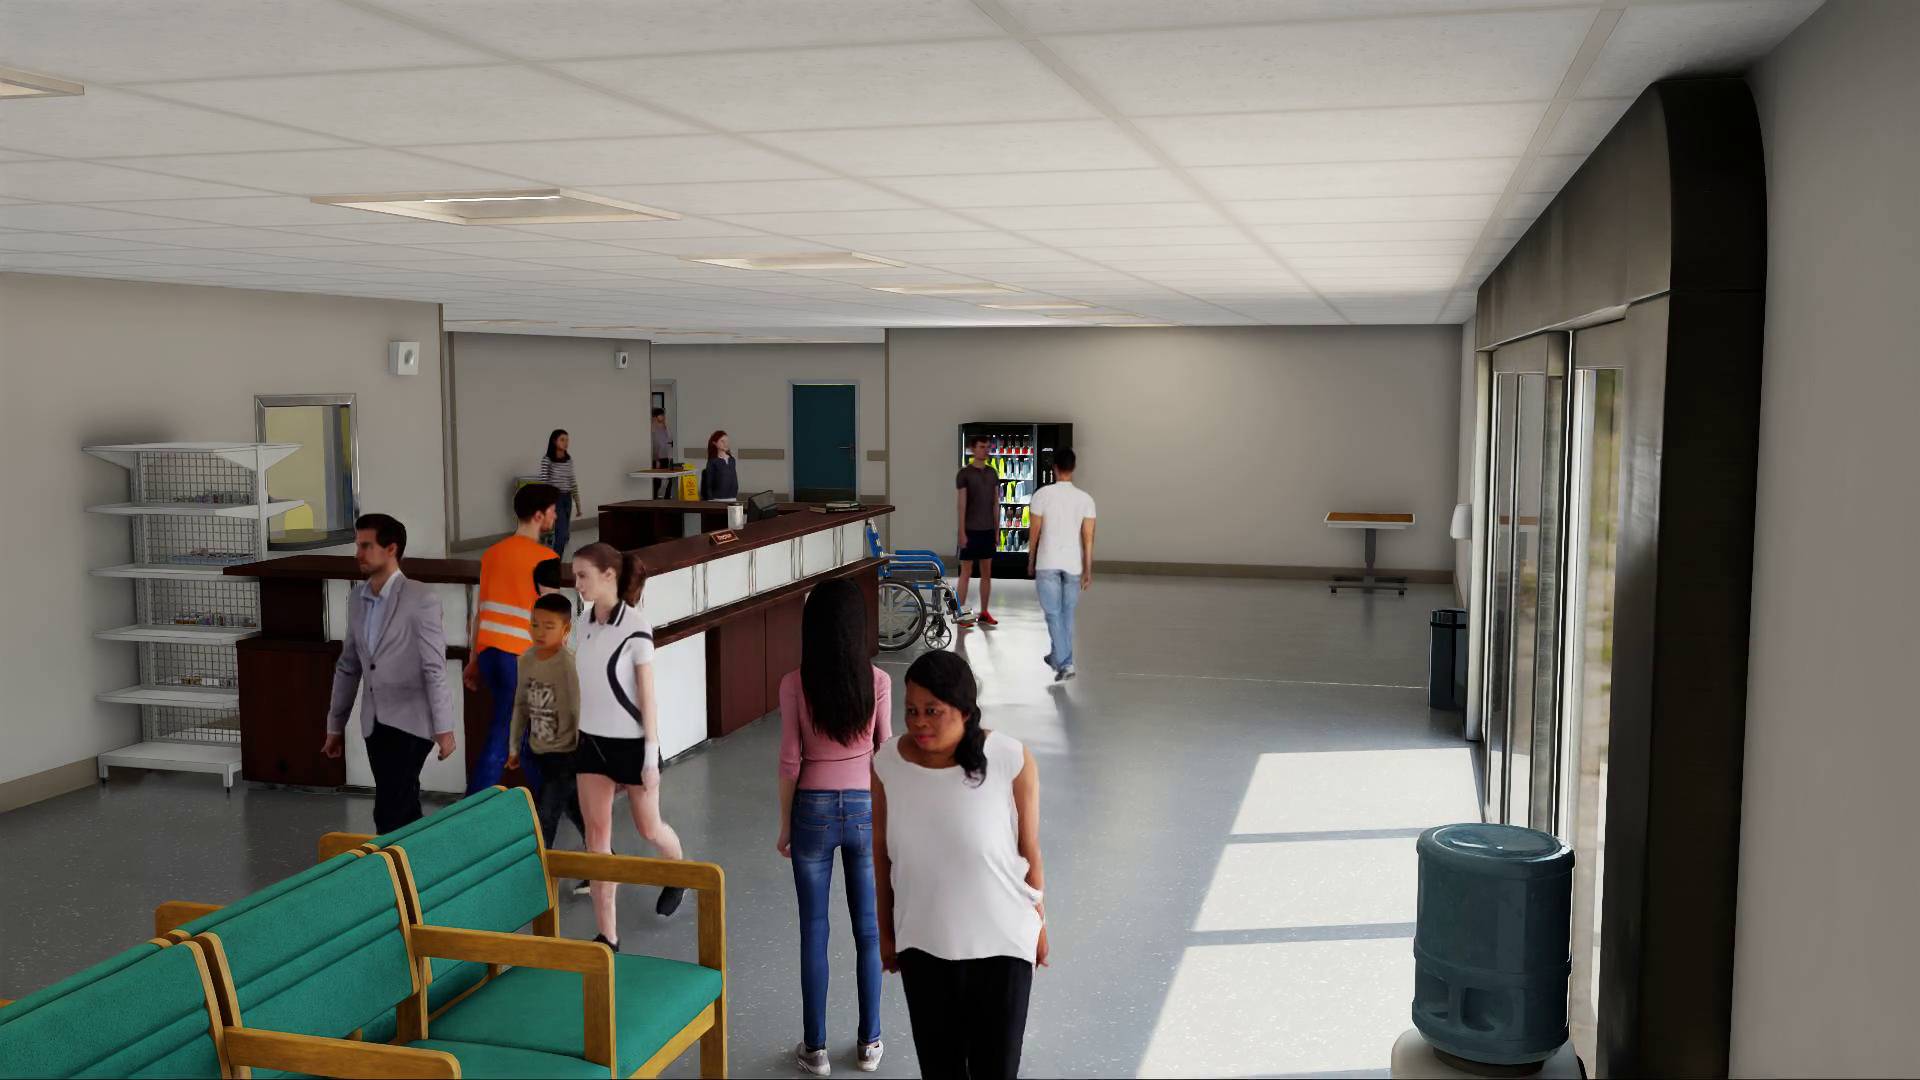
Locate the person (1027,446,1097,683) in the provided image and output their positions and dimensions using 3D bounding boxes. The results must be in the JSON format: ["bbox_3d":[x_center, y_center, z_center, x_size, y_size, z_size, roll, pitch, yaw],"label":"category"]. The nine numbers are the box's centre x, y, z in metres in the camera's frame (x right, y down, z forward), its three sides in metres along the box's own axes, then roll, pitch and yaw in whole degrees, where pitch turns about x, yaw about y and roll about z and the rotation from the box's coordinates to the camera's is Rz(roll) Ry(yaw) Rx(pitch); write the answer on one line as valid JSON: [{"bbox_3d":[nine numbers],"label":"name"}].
[{"bbox_3d":[0.787,0.229,12.950,1.226,1.818,1.120,-1,6,-14],"label":"person"}]

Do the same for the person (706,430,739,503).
[{"bbox_3d":[-2.743,-0.378,19.176,0.638,1.780,0.656,5,8,40],"label":"person"}]

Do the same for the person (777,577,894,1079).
[{"bbox_3d":[-0.431,0.985,5.816,0.590,1.742,0.712,-1,6,-11],"label":"person"}]

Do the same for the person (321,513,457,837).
[{"bbox_3d":[-2.364,0.798,7.241,0.805,1.830,0.885,4,7,31],"label":"person"}]

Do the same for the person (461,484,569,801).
[{"bbox_3d":[-2.376,0.662,8.555,1.244,1.837,1.045,3,7,29],"label":"person"}]

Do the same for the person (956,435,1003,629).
[{"bbox_3d":[0.160,-0.088,15.963,0.720,1.847,0.777,-3,7,-31],"label":"person"}]

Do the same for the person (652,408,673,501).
[{"bbox_3d":[-5.279,-1.368,28.788,0.681,1.827,0.707,2,6,20],"label":"person"}]

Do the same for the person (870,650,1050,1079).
[{"bbox_3d":[0.043,1.124,4.824,0.627,1.664,0.759,2,6,21],"label":"person"}]

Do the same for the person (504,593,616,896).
[{"bbox_3d":[-1.772,0.966,7.576,0.995,1.428,0.884,4,7,38],"label":"person"}]

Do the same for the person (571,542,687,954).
[{"bbox_3d":[-1.376,0.882,6.987,1.080,1.713,0.774,2,6,22],"label":"person"}]

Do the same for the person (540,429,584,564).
[{"bbox_3d":[-4.629,-0.365,18.954,0.718,1.782,0.704,4,7,34],"label":"person"}]
